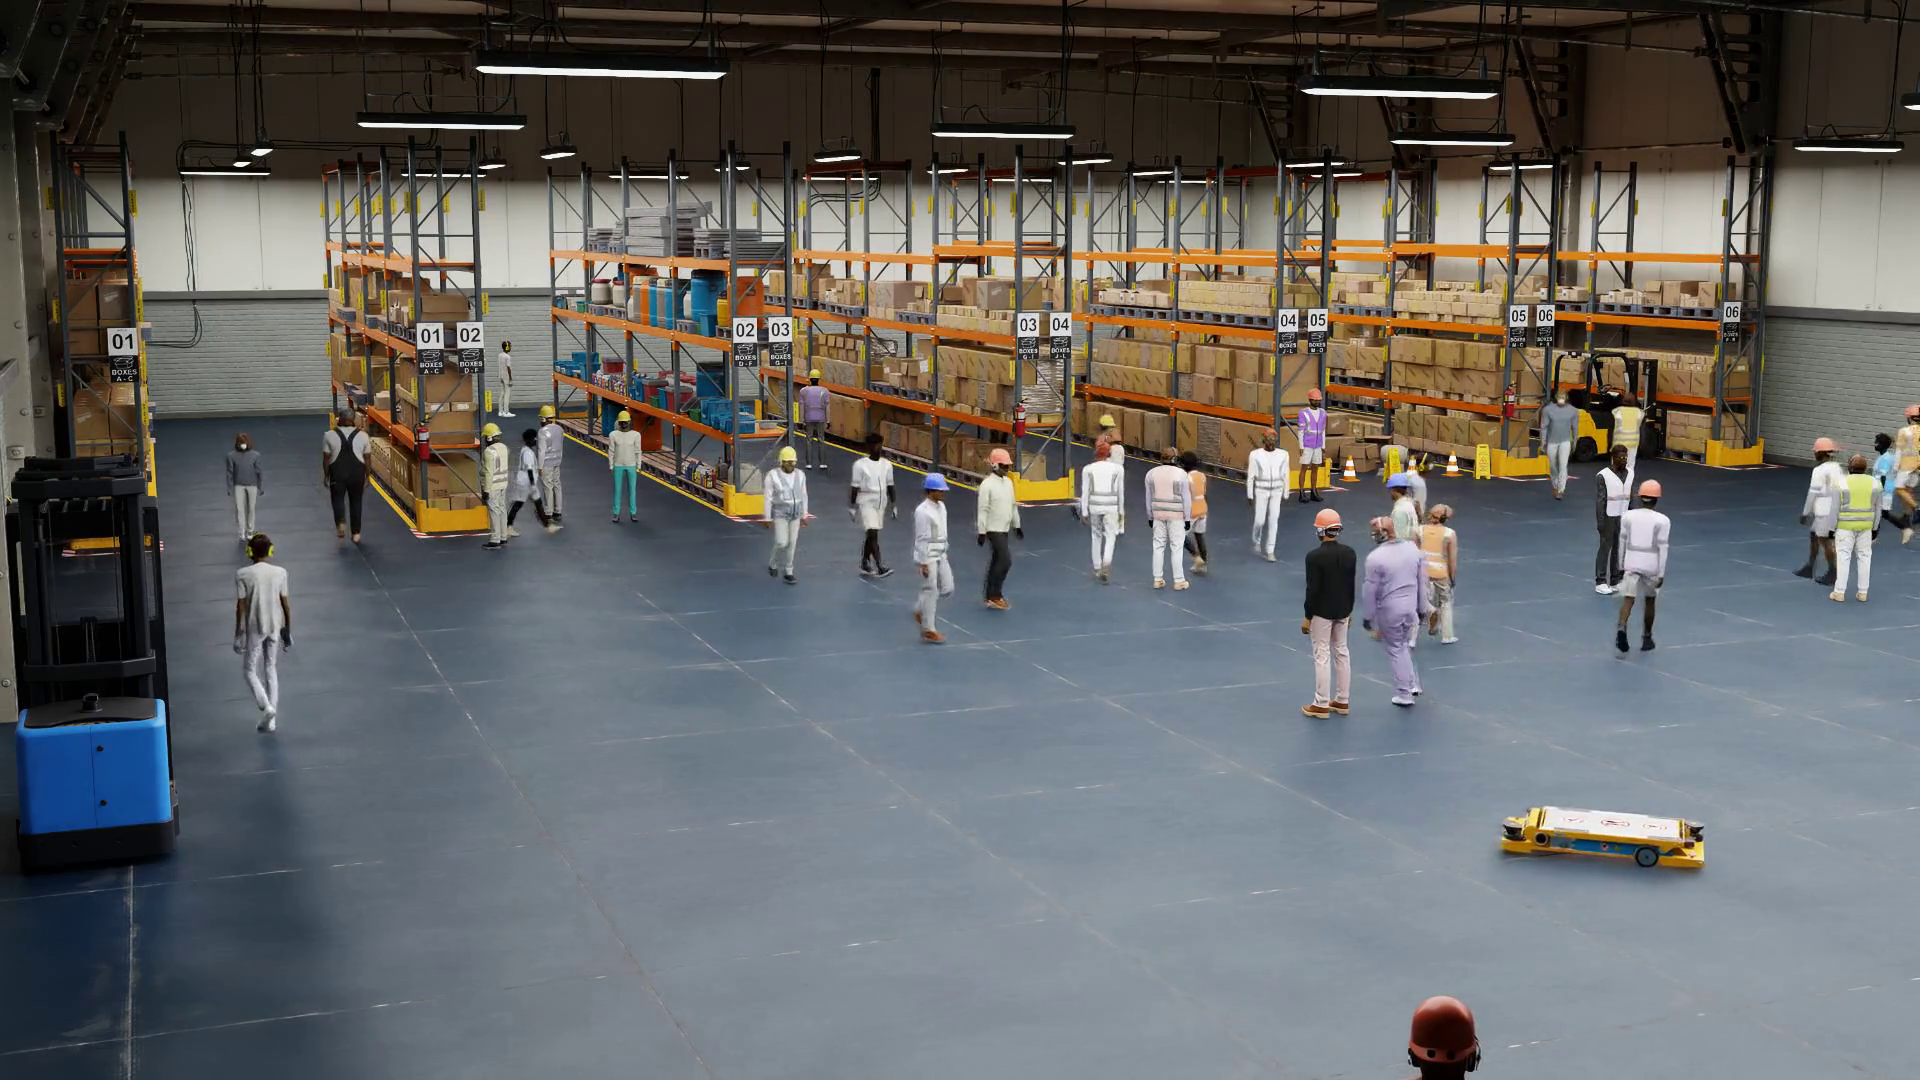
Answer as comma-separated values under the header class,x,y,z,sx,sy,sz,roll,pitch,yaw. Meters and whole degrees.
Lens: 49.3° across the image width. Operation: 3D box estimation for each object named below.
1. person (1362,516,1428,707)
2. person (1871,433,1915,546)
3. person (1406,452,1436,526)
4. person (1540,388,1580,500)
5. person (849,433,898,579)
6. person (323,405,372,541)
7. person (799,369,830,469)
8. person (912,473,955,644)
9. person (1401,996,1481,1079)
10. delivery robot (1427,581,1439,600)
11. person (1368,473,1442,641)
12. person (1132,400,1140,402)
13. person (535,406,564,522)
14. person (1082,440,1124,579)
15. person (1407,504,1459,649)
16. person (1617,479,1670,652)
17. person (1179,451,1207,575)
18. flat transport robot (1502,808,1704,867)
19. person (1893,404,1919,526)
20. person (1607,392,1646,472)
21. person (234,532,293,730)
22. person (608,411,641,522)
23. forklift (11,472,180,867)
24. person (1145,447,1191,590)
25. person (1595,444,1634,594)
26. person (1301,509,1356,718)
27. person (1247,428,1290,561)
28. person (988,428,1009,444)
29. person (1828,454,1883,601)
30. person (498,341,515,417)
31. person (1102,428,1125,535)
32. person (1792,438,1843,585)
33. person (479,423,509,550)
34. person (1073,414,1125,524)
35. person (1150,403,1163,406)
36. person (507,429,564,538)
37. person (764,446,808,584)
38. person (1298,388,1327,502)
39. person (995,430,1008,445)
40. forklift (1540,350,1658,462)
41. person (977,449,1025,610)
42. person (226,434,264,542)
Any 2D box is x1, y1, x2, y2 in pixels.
class,x,y,z,sx,sy,sz,roll,pitch,yaw
person,4.207,0.696,20.433,0.698,1.872,0.565,-4,10,-28
person,13.544,-0.728,30.561,0.709,1.674,0.532,2,9,13
person,5.826,-0.211,26.626,0.412,1.832,0.560,3,9,22
person,10.385,-1.691,36.254,0.631,1.912,0.867,3,9,22
person,-1.075,-0.450,27.856,0.639,1.925,0.953,-7,11,-38
person,-9.108,-0.978,31.172,0.714,2.000,0.540,-3,9,-17
person,-2.800,-2.331,40.420,0.594,1.926,0.366,0,9,-2
person,-0.304,0.196,23.546,0.452,1.931,0.636,4,9,25
person,1.691,2.580,7.460,0.612,1.995,0.379,2,9,11
delivery robot,5.847,0.479,26.074,0.477,0.478,0.707,3,9,21
person,5.072,0.195,23.659,0.782,1.909,0.638,3,9,17
person,4.141,-3.697,49.642,0.678,1.887,0.539,-7,11,-38
person,-6.554,-1.222,33.346,0.403,1.833,0.586,4,9,24
person,1.891,-0.398,27.794,0.564,1.853,0.829,1,9,9
person,5.281,0.398,23.275,0.541,1.608,0.559,5,10,28
person,7.472,0.294,22.984,0.550,1.918,0.808,5,10,32
person,3.109,-0.353,28.067,0.403,1.666,0.619,7,11,40
flat transport robot,4.834,2.217,15.738,1.431,0.197,0.652,3,9,18
person,14.822,-1.150,32.581,0.566,1.919,0.631,-3,9,-17
person,11.517,-1.647,36.180,0.637,1.831,0.572,1,9,4
person,-6.455,0.866,19.411,0.549,1.841,0.541,-7,11,-39
person,-5.317,-1.173,33.241,0.522,1.769,0.317,-1,9,-10
forklift,-6.630,0.886,15.957,1.129,2.768,1.873,-3,9,-21
person,2.711,-0.285,27.090,0.621,1.837,0.429,5,10,29
person,8.358,-0.277,26.794,0.587,1.912,0.376,-5,10,-30
person,3.512,0.694,20.034,0.613,1.994,0.395,-5,10,-32
person,4.329,-0.647,29.374,0.588,1.870,0.436,0,9,-3
person,0.744,-2.509,41.272,0.653,2.026,0.500,-3,9,-19
person,11.181,-0.156,26.205,0.626,1.847,0.429,0,9,3
person,-11.183,-3.966,51.565,0.321,1.865,0.516,-7,11,-41
person,2.331,-0.884,31.751,0.274,1.632,0.503,5,10,31
person,11.244,-0.392,27.531,0.559,1.905,0.840,-7,11,-39
person,-6.782,-0.789,30.454,0.404,1.833,0.587,2,9,12
person,2.188,-1.111,32.927,0.757,1.742,0.528,0,9,1
person,4.530,-3.382,47.456,0.667,1.926,0.463,-1,9,-5
person,-6.475,-0.857,31.525,0.918,1.640,0.542,-2,9,-11
person,-2.265,-0.331,27.463,0.587,1.812,0.426,-6,11,-36
person,6.005,-1.617,35.625,0.543,1.939,0.371,-4,9,-23
person,0.843,-2.784,43.473,0.560,1.911,0.657,-2,9,-14
forklift,12.897,-2.725,42.309,2.313,2.155,1.214,-3,9,-21
person,0.533,-0.132,25.597,0.597,1.973,0.616,4,10,27
person,-10.595,-0.768,31.066,0.523,1.592,0.801,-3,9,-20
